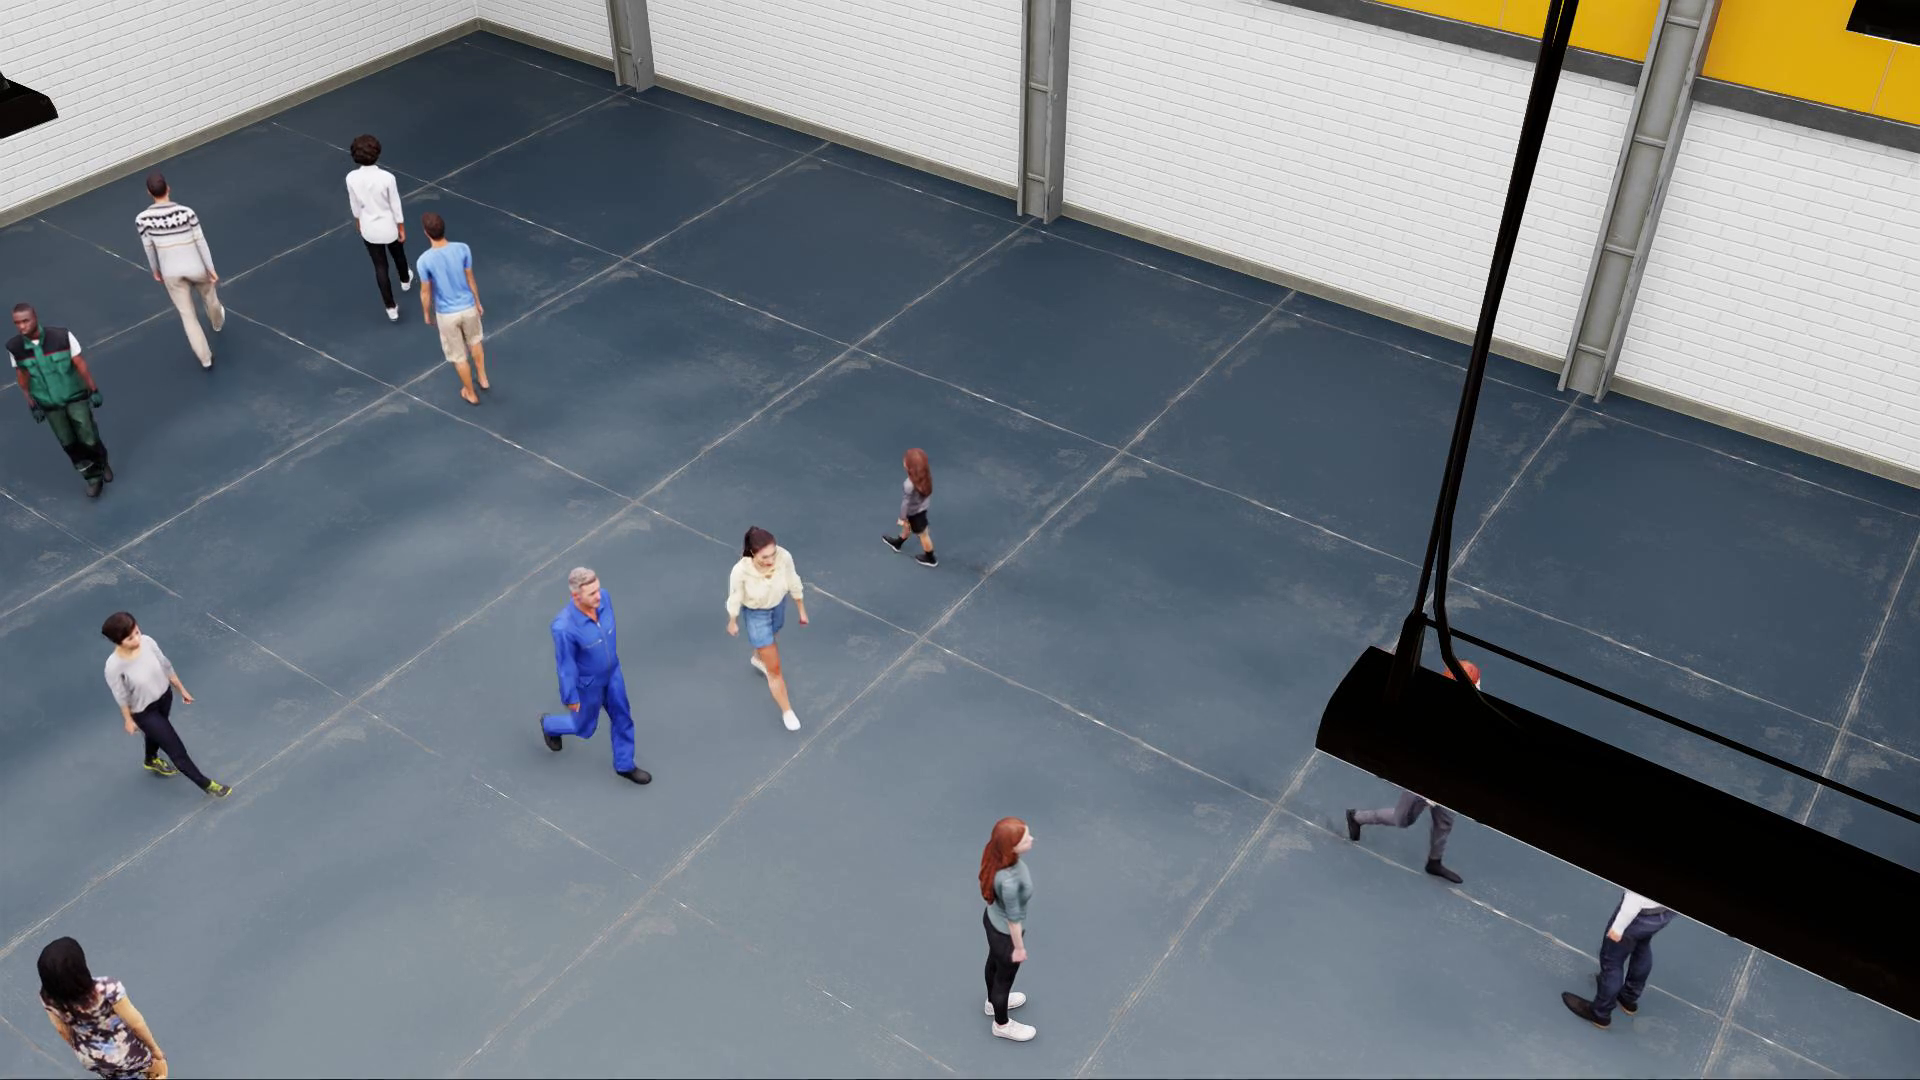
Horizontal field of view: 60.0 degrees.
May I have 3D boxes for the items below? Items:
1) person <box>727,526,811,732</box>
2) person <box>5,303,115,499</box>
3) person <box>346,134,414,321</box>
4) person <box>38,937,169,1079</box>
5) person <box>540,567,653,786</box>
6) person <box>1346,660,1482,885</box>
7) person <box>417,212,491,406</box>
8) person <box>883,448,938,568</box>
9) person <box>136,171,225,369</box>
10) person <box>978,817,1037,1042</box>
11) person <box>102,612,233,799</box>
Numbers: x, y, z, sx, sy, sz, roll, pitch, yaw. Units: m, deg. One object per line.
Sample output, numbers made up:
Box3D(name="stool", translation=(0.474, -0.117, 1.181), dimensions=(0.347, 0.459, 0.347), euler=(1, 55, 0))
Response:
Box3D(name="person", translation=(-1.405, 0.506, 11.762), dimensions=(0.975, 1.580, 1.237), euler=(-24, 44, -27))
Box3D(name="person", translation=(-7.375, -1.194, 13.695), dimensions=(0.855, 1.824, 0.902), euler=(-12, 40, -14))
Box3D(name="person", translation=(-5.581, -2.967, 15.959), dimensions=(1.106, 1.768, 1.175), euler=(-6, 39, -8))
Box3D(name="person", translation=(-4.514, 2.761, 8.823), dimensions=(0.865, 1.723, 0.910), euler=(-3, 39, -3))
Box3D(name="person", translation=(-2.520, 0.886, 11.111), dimensions=(1.095, 1.798, 0.782), euler=(20, 43, 23))
Box3D(name="person", translation=(2.909, 1.435, 10.456), dimensions=(1.037, 1.757, 0.629), euler=(23, 44, 26))
Box3D(name="person", translation=(-4.420, -2.001, 14.679), dimensions=(0.750, 1.857, 0.769), euler=(-24, 44, -27))
Box3D(name="person", translation=(-0.291, -0.243, 13.095), dimensions=(0.767, 1.086, 0.592), euler=(13, 40, 16))
Box3D(name="person", translation=(-7.115, -2.430, 15.248), dimensions=(1.114, 1.816, 1.269), euler=(-13, 40, -16))
Box3D(name="person", translation=(0.264, 2.208, 9.500), dimensions=(0.726, 1.742, 0.669), euler=(-5, 39, -7))
Box3D(name="person", translation=(-5.459, 1.077, 11.104), dimensions=(1.082, 1.509, 0.763), euler=(12, 40, 14))
